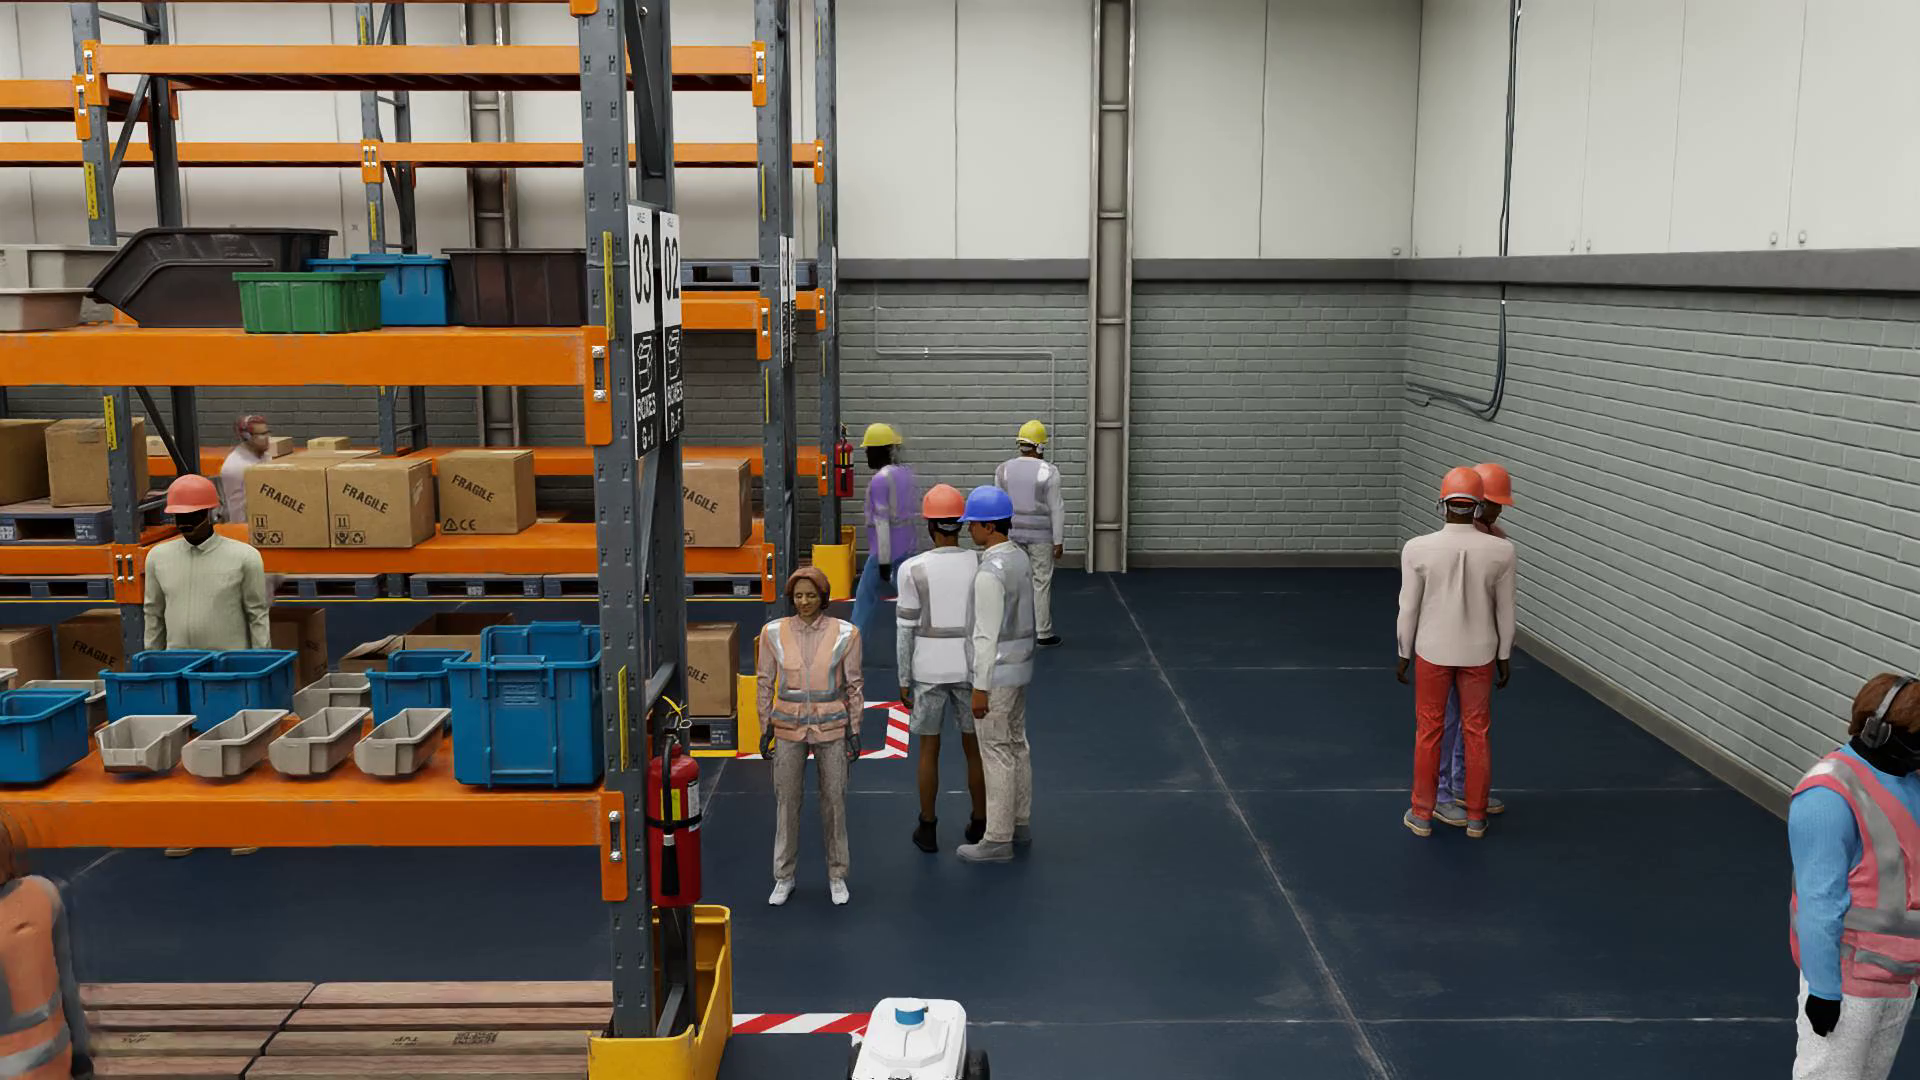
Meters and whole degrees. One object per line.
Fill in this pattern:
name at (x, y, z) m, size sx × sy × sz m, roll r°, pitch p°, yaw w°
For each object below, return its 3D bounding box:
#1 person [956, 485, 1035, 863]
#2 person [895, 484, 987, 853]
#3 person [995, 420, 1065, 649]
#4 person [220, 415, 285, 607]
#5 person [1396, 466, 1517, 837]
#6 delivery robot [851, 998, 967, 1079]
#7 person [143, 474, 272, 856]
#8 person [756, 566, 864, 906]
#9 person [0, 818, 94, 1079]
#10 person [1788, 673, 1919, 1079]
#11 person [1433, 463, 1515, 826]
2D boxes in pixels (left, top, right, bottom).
person at (0.185, 0.682, 8.562) m, size 0.409 × 1.938 × 0.610 m, roll 3°, pitch 10°, yaw 18°
person at (-0.069, 0.671, 8.670) m, size 0.547 × 1.929 × 0.387 m, roll -2°, pitch 9°, yaw -10°
person at (0.575, -0.042, 13.319) m, size 0.597 × 1.832 × 0.404 m, roll 5°, pitch 11°, yaw 29°
person at (-5.666, -0.062, 13.281) m, size 0.668 × 1.885 × 0.652 m, roll 1°, pitch 9°, yaw 7°
person at (2.640, 0.601, 8.878) m, size 0.619 × 1.994 × 0.381 m, roll 1°, pitch 9°, yaw 7°
delivery robot at (-0.170, 1.800, 5.641) m, size 0.477 × 0.478 × 0.707 m, roll 1°, pitch 9°, yaw 5°
person at (-3.885, 0.649, 8.586) m, size 0.623 × 1.993 × 0.384 m, roll -1°, pitch 9°, yaw -3°
person at (-0.713, 0.931, 7.942) m, size 0.515 × 1.641 × 0.309 m, roll 0°, pitch 9°, yaw -1°
person at (-2.694, 1.499, 4.524) m, size 0.757 × 1.602 × 0.545 m, roll 1°, pitch 9°, yaw 3°
person at (2.762, 1.304, 5.058) m, size 0.622 × 1.838 × 0.429 m, roll -7°, pitch 12°, yaw -37°
person at (2.824, 0.561, 9.156) m, size 0.611 × 1.985 × 0.393 m, roll -8°, pitch 12°, yaw -41°
